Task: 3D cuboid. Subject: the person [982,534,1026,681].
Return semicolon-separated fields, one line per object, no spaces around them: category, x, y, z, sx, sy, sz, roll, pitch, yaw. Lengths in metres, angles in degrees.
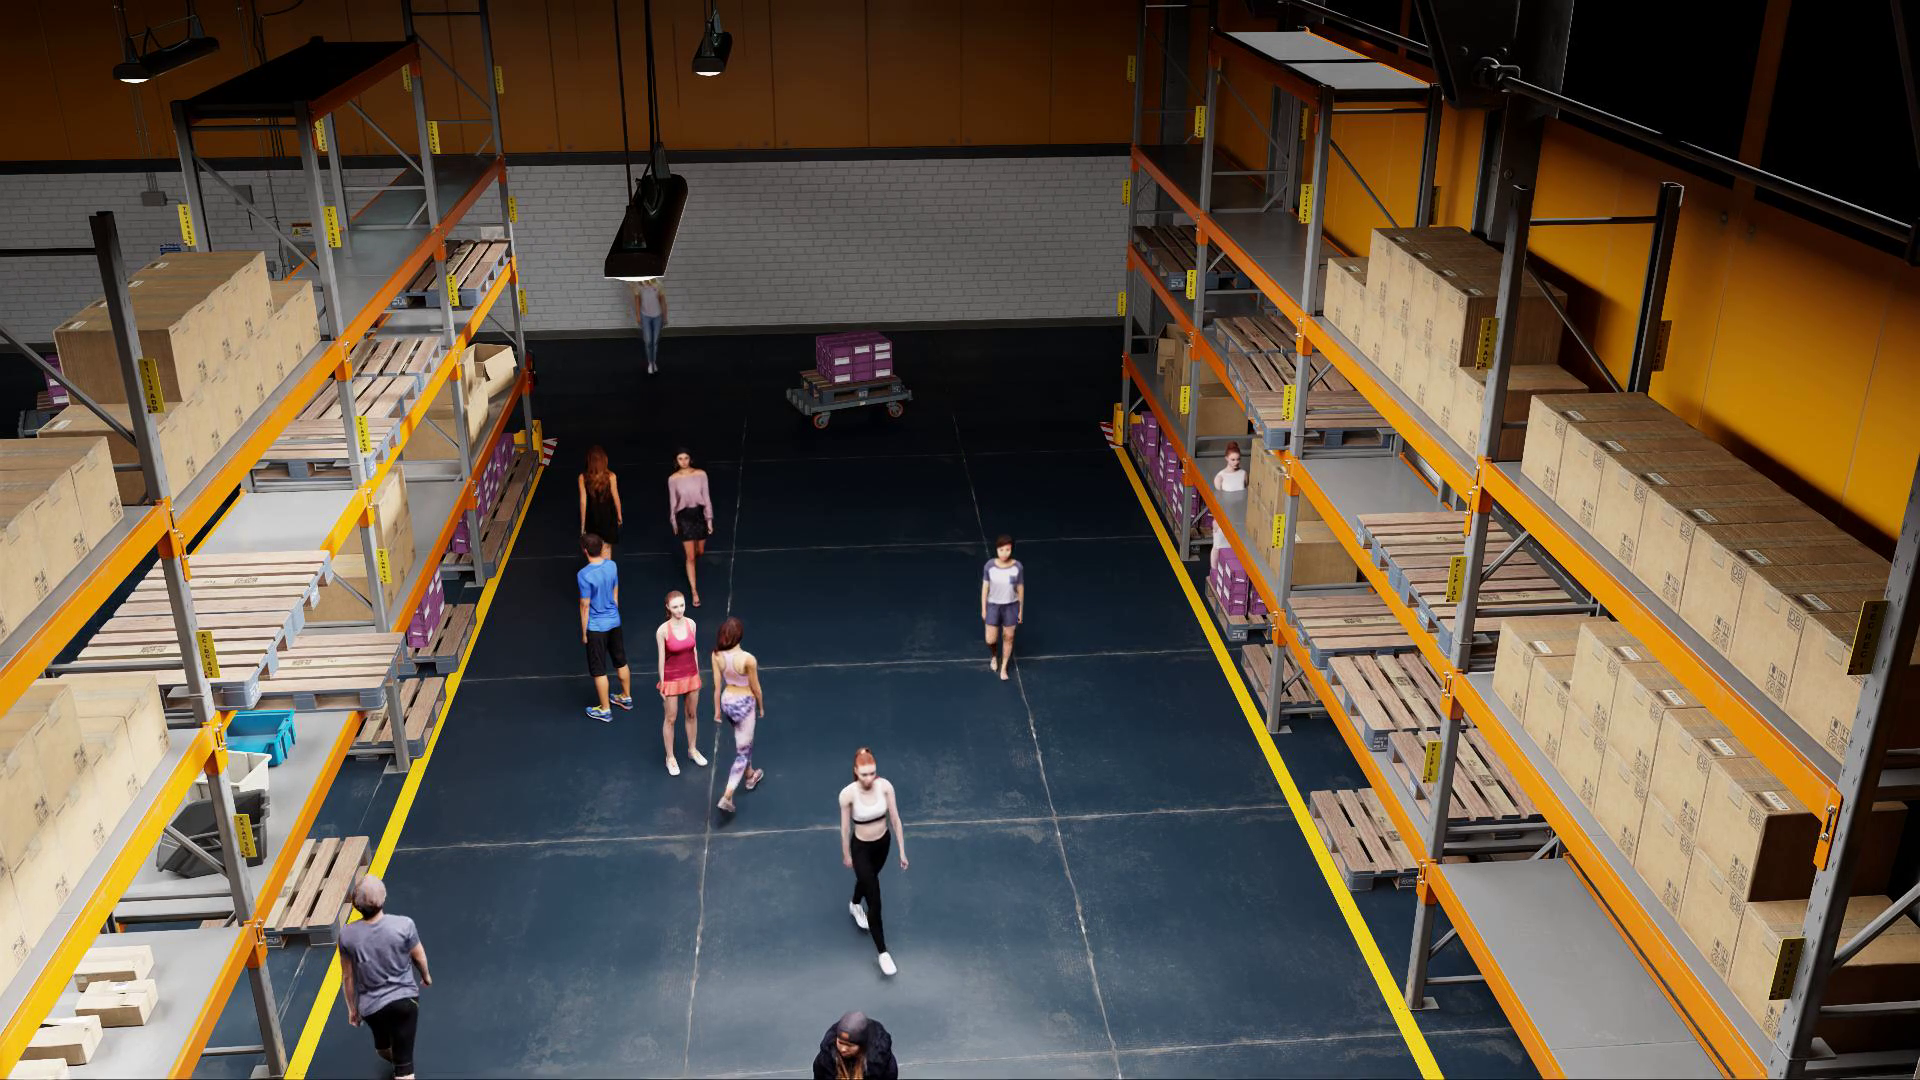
person;0.427;0.631;16.622;0.587;1.557;0.581;0;24;0

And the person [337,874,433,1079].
person;-3.681;3.061;10.715;0.666;1.836;1.170;-3;24;-6

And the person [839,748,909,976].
person;-0.706;2.322;12.583;0.899;1.694;1.249;-11;26;-23

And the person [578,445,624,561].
person;-3.884;-0.104;18.014;0.631;1.789;1.149;-3;24;-8

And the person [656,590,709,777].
person;-2.518;1.250;14.961;0.666;1.753;0.694;-15;28;-31

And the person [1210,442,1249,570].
person;2.950;-0.232;18.299;0.608;1.796;0.577;-9;25;-19

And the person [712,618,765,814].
person;-1.936;1.533;14.330;0.920;1.742;1.147;10;26;22

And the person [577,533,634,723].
person;-3.390;0.815;15.821;0.763;1.863;0.691;16;28;32

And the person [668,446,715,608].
person;-2.946;-0.194;18.222;0.807;1.789;1.096;-8;25;-18

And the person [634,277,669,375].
person;-4.788;-3.448;25.767;0.696;1.707;0.763;-8;25;-17

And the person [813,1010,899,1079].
person;-0.613;3.484;9.951;0.712;1.673;0.692;2;24;4
